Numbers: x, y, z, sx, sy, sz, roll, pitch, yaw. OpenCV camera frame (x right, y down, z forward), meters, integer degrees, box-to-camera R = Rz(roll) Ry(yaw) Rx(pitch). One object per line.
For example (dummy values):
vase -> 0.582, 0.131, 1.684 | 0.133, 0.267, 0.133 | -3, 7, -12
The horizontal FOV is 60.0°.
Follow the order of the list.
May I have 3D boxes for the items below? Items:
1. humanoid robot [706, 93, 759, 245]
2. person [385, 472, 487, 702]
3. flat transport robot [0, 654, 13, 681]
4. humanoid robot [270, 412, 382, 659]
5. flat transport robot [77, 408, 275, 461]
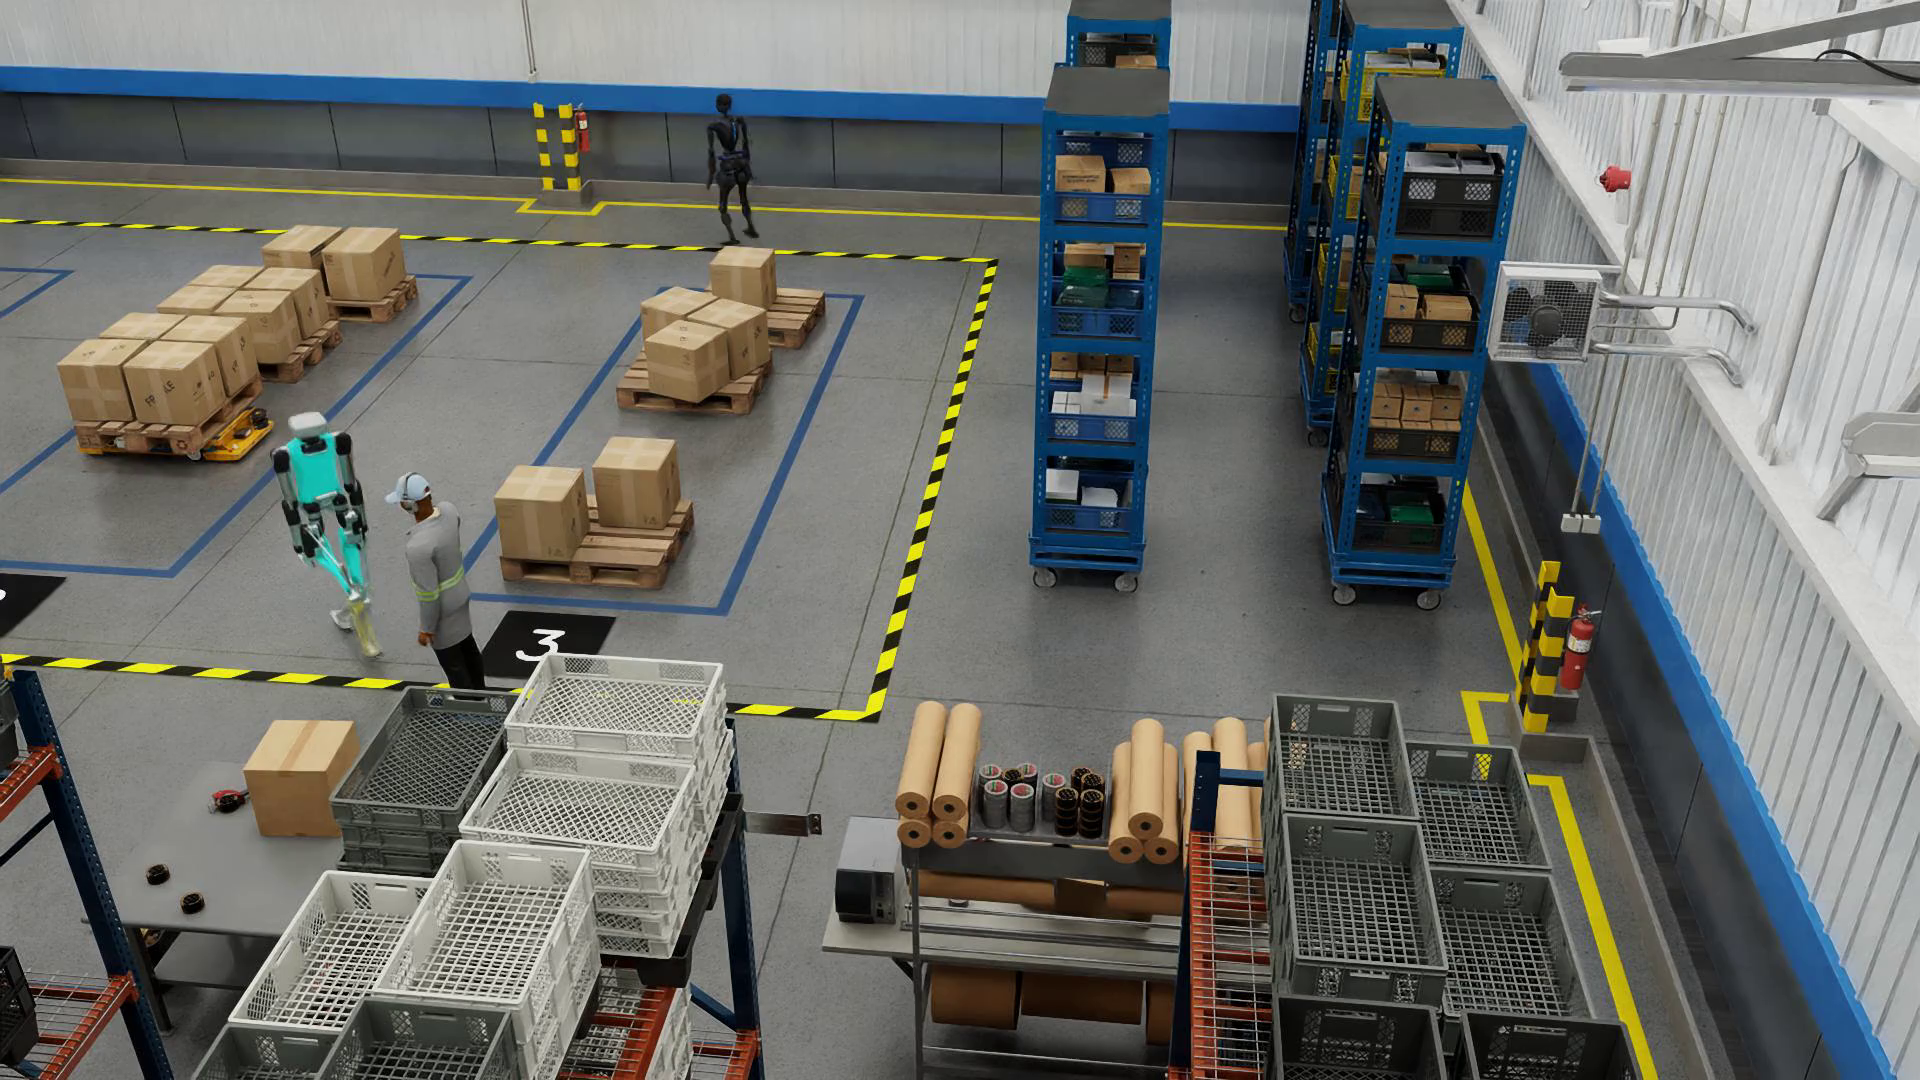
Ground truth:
humanoid robot -> -2.500, -4.079, 18.283 | 0.391, 1.638, 0.588 | 26, 39, 37
person -> -3.274, 0.396, 10.424 | 0.401, 1.847, 0.587 | 3, 30, 5
flat transport robot -> -7.142, 0.969, 11.010 | 1.431, 0.231, 0.659 | 3, 30, 6
humanoid robot -> -4.132, 0.051, 11.179 | 0.536, 1.774, 1.037 | -24, 38, -35
flat transport robot -> -6.728, -0.944, 14.268 | 1.431, 0.197, 0.652 | 3, 30, 6
